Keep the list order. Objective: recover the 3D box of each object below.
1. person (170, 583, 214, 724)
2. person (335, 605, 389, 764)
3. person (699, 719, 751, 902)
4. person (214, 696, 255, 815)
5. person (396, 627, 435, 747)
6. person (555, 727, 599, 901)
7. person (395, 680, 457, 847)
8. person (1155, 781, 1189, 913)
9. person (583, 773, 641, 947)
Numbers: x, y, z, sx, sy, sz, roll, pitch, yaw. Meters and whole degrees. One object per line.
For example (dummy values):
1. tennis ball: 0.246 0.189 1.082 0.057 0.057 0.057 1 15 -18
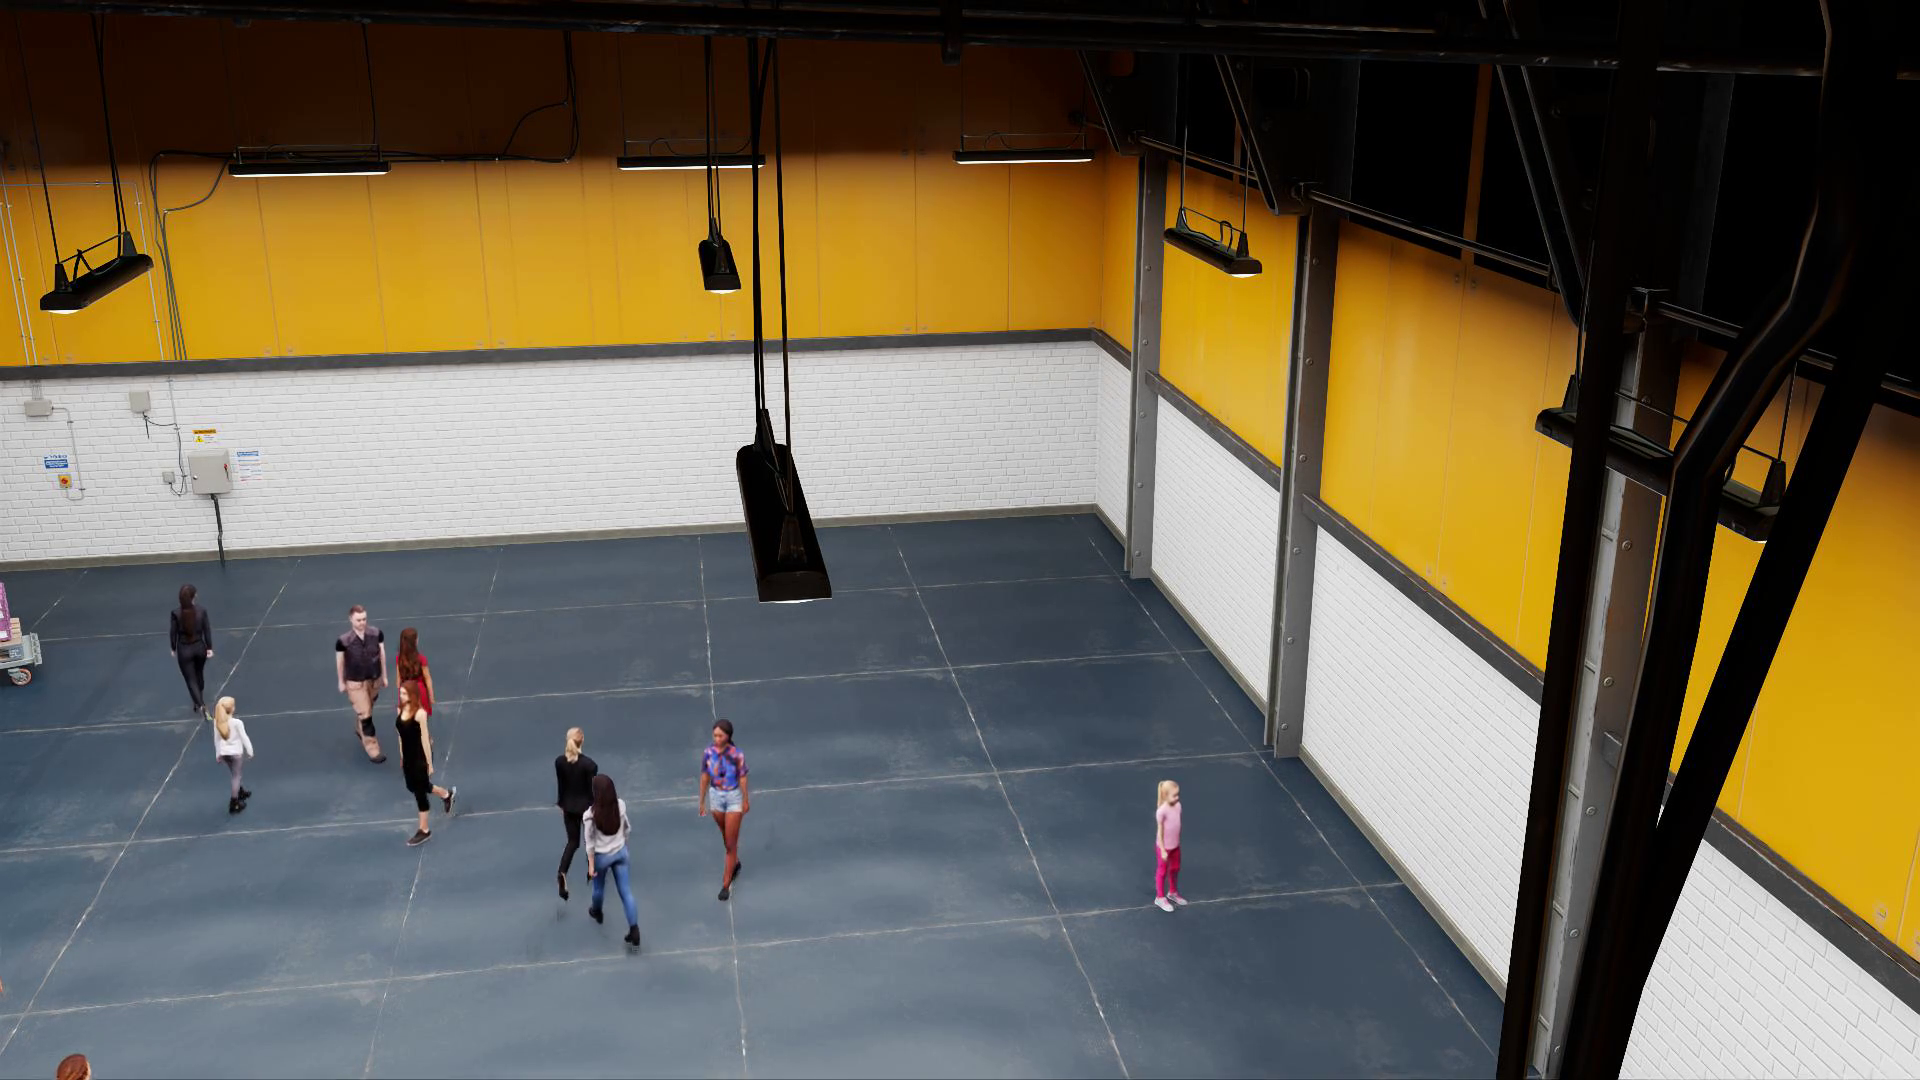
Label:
1. person: -8.872 1.361 19.260 0.898 1.672 1.159 -14 23 -36
2. person: -6.685 1.545 18.535 1.126 1.784 1.314 -16 24 -39
3. person: -2.196 2.484 15.867 0.874 1.708 1.129 4 19 12
4. person: -7.595 2.248 17.261 0.638 1.265 0.746 5 19 13
5. person: -6.045 1.738 18.363 0.741 1.530 1.057 3 19 8
6. person: -3.596 2.595 15.582 0.881 1.681 1.106 5 19 14
7. person: -5.392 2.184 16.760 0.954 1.708 1.029 11 22 31
8. person: 1.920 2.826 15.538 0.602 1.271 0.656 -15 24 -37
9. person: -3.080 2.883 14.866 0.953 1.591 1.167 -15 24 -37
